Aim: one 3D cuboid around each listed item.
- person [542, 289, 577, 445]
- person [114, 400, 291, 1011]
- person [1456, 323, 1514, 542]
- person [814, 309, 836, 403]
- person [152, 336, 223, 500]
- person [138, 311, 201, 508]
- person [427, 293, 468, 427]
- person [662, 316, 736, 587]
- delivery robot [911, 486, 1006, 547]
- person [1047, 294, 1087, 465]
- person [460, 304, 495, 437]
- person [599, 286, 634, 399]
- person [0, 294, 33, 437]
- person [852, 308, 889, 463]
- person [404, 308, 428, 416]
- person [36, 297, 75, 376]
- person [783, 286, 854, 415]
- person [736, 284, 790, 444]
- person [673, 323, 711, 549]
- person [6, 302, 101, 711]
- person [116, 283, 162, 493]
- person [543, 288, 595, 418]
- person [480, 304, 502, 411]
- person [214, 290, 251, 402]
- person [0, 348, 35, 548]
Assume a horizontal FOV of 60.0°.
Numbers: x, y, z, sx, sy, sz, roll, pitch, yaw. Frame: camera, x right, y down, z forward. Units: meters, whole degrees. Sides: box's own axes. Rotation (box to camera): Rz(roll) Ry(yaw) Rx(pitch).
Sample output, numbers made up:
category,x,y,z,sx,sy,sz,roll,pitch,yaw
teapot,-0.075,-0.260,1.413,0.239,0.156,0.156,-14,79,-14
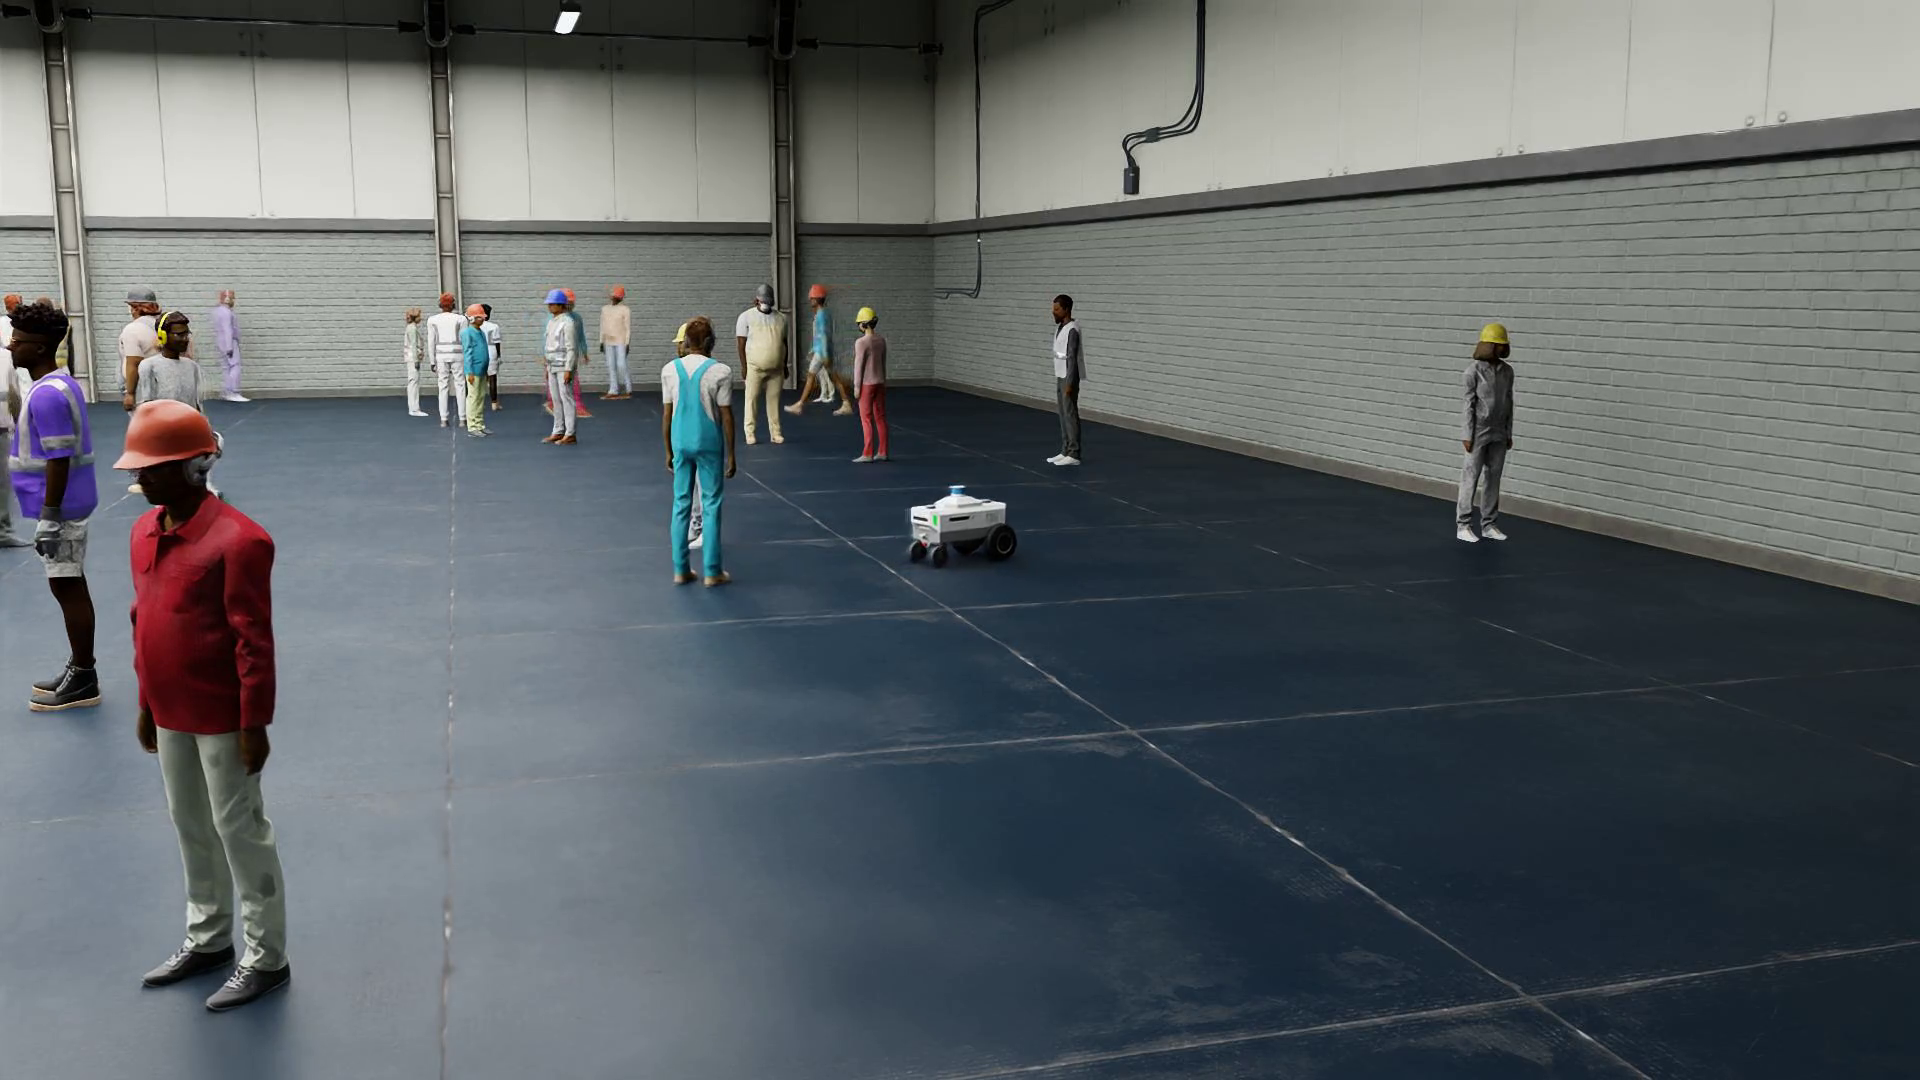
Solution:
category,x,y,z,sx,sy,sz,roll,pitch,yaw
person,-5.025,-2.163,20.894,0.380,1.951,0.605,-8,12,-41
person,-2.193,0.468,4.771,0.572,1.743,0.352,6,10,32
person,4.188,-0.846,13.186,0.480,1.733,0.335,-4,10,-26
person,-2.305,-3.133,28.127,0.313,1.624,0.516,-7,11,-38
person,-6.725,-0.968,14.371,0.742,1.611,0.515,3,9,16
person,-5.383,-0.635,11.447,0.329,1.862,0.511,3,9,20
person,-7.197,-2.536,23.486,0.573,1.883,0.355,-1,9,-6
person,-1.756,-0.591,11.247,0.512,1.835,0.359,2,9,13
delivery robot,-0.010,-0.157,12.235,0.707,0.478,0.477,-7,11,-37
person,1.209,-1.794,18.682,0.394,1.910,0.581,-2,9,-10
person,-6.396,-2.249,22.071,0.326,1.751,0.559,1,9,7
person,-5.936,-3.400,28.771,0.692,1.960,0.411,5,10,28
person,-12.432,-2.297,21.969,0.573,1.883,0.356,2,9,11
person,-1.033,-1.751,18.881,0.334,1.760,0.528,6,11,34
person,-8.287,-2.697,25.283,0.313,1.642,0.513,-3,9,-20
person,-12.530,-2.418,22.889,0.632,1.846,0.429,-8,12,-42
person,-2.127,-2.877,25.373,1.075,1.986,0.622,1,9,4
person,-2.451,-2.229,21.027,0.675,2.000,0.537,-4,10,-26
person,-2.063,-0.807,12.900,0.294,1.744,0.486,-5,10,-28
person,-4.399,-0.163,8.084,0.365,1.966,0.608,-4,10,-24
person,-7.968,-1.482,16.263,0.537,2.000,0.678,2,9,12
person,-5.984,-2.833,25.203,1.032,1.950,0.621,5,10,28
person,-7.526,-2.892,26.381,0.536,1.692,0.320,2,9,13
person,-12.364,-3.279,28.195,0.436,1.902,0.664,-6,11,-34
person,-7.474,-0.800,12.679,0.383,1.807,0.674,3,9,18
